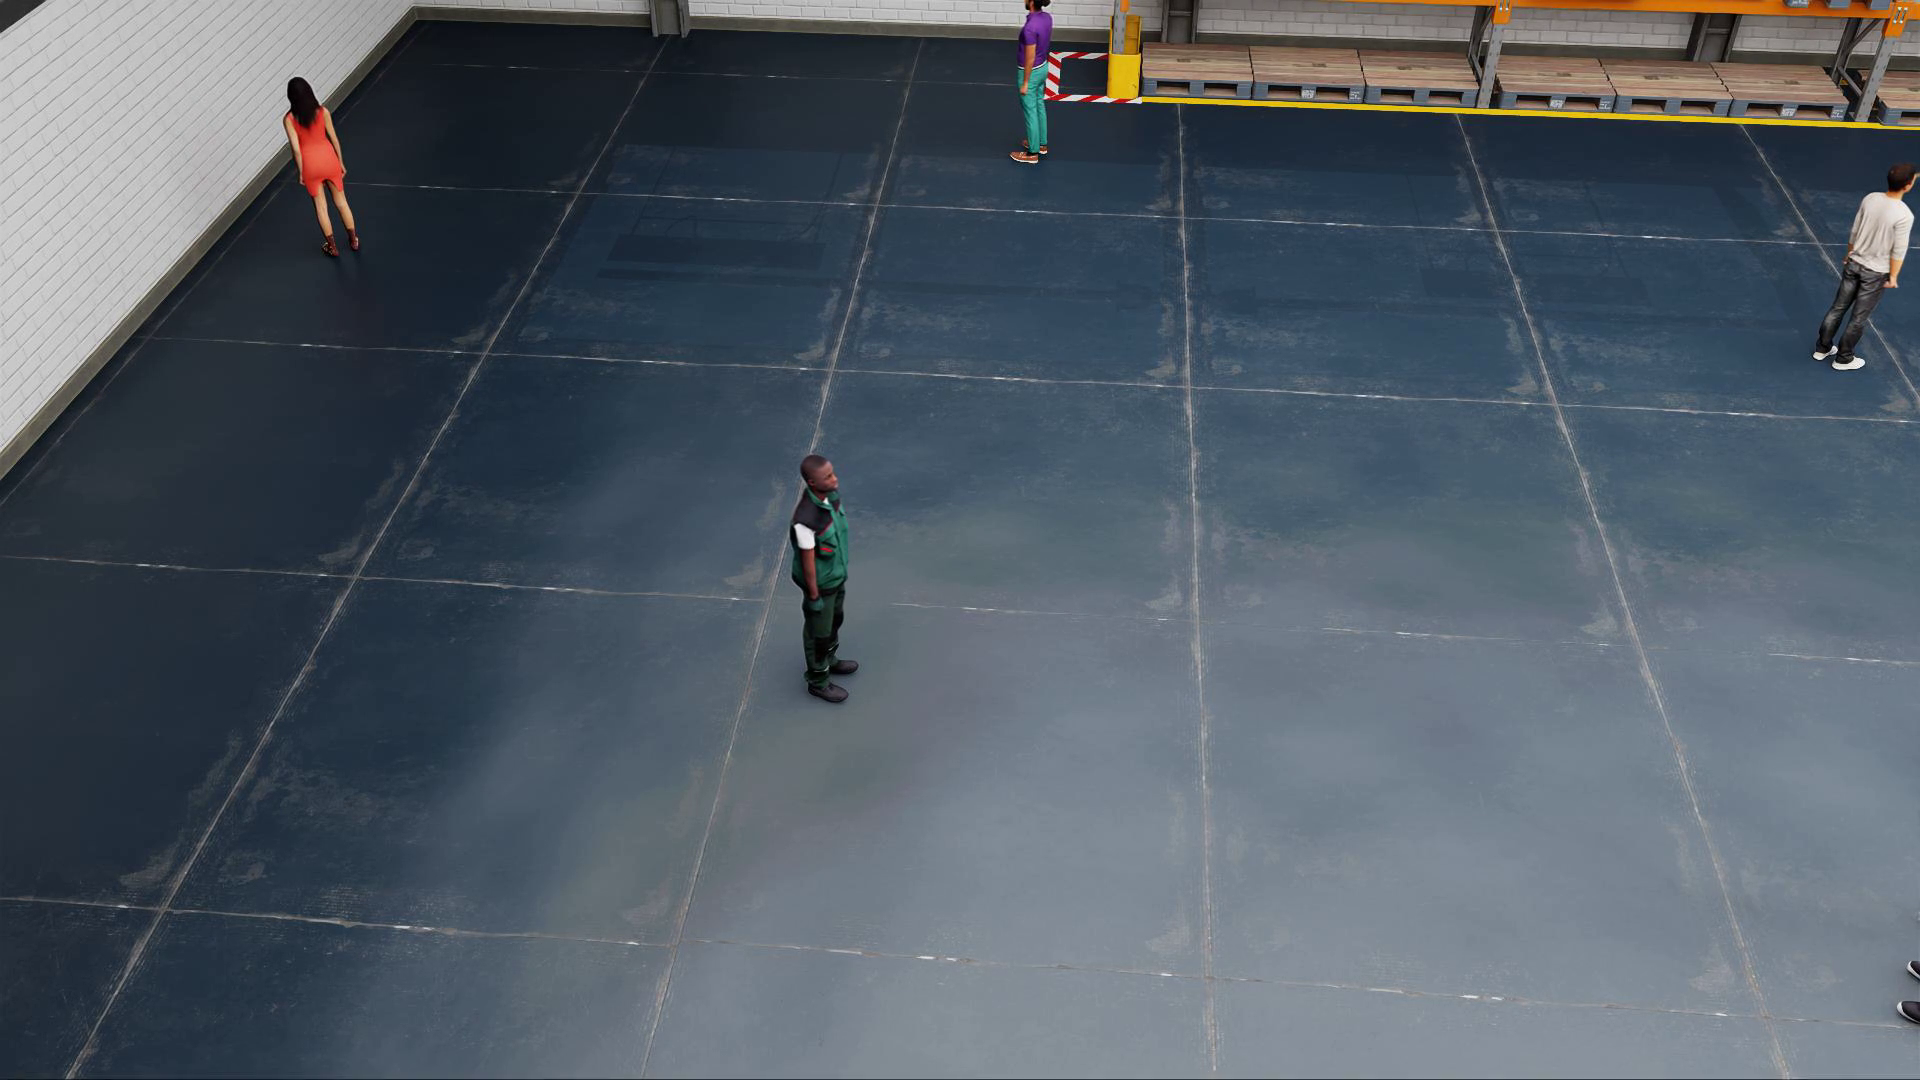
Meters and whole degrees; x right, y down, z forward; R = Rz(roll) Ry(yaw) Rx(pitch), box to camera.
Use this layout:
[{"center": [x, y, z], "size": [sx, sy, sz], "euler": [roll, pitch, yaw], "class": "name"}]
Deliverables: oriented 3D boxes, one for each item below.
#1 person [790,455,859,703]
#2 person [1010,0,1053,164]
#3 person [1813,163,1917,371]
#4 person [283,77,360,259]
[{"center": [-0.874, 0.216, 10.506], "size": [0.623, 1.839, 0.711], "euler": [7, 39, 9], "class": "person"}, {"center": [0.740, -4.674, 16.686], "size": [0.674, 1.768, 0.705], "euler": [16, 41, 19], "class": "person"}, {"center": [7.425, -2.236, 13.598], "size": [0.733, 1.812, 0.730], "euler": [-17, 42, -20], "class": "person"}, {"center": [-5.819, -3.390, 15.118], "size": [0.654, 1.718, 0.735], "euler": [-22, 44, -25], "class": "person"}]
